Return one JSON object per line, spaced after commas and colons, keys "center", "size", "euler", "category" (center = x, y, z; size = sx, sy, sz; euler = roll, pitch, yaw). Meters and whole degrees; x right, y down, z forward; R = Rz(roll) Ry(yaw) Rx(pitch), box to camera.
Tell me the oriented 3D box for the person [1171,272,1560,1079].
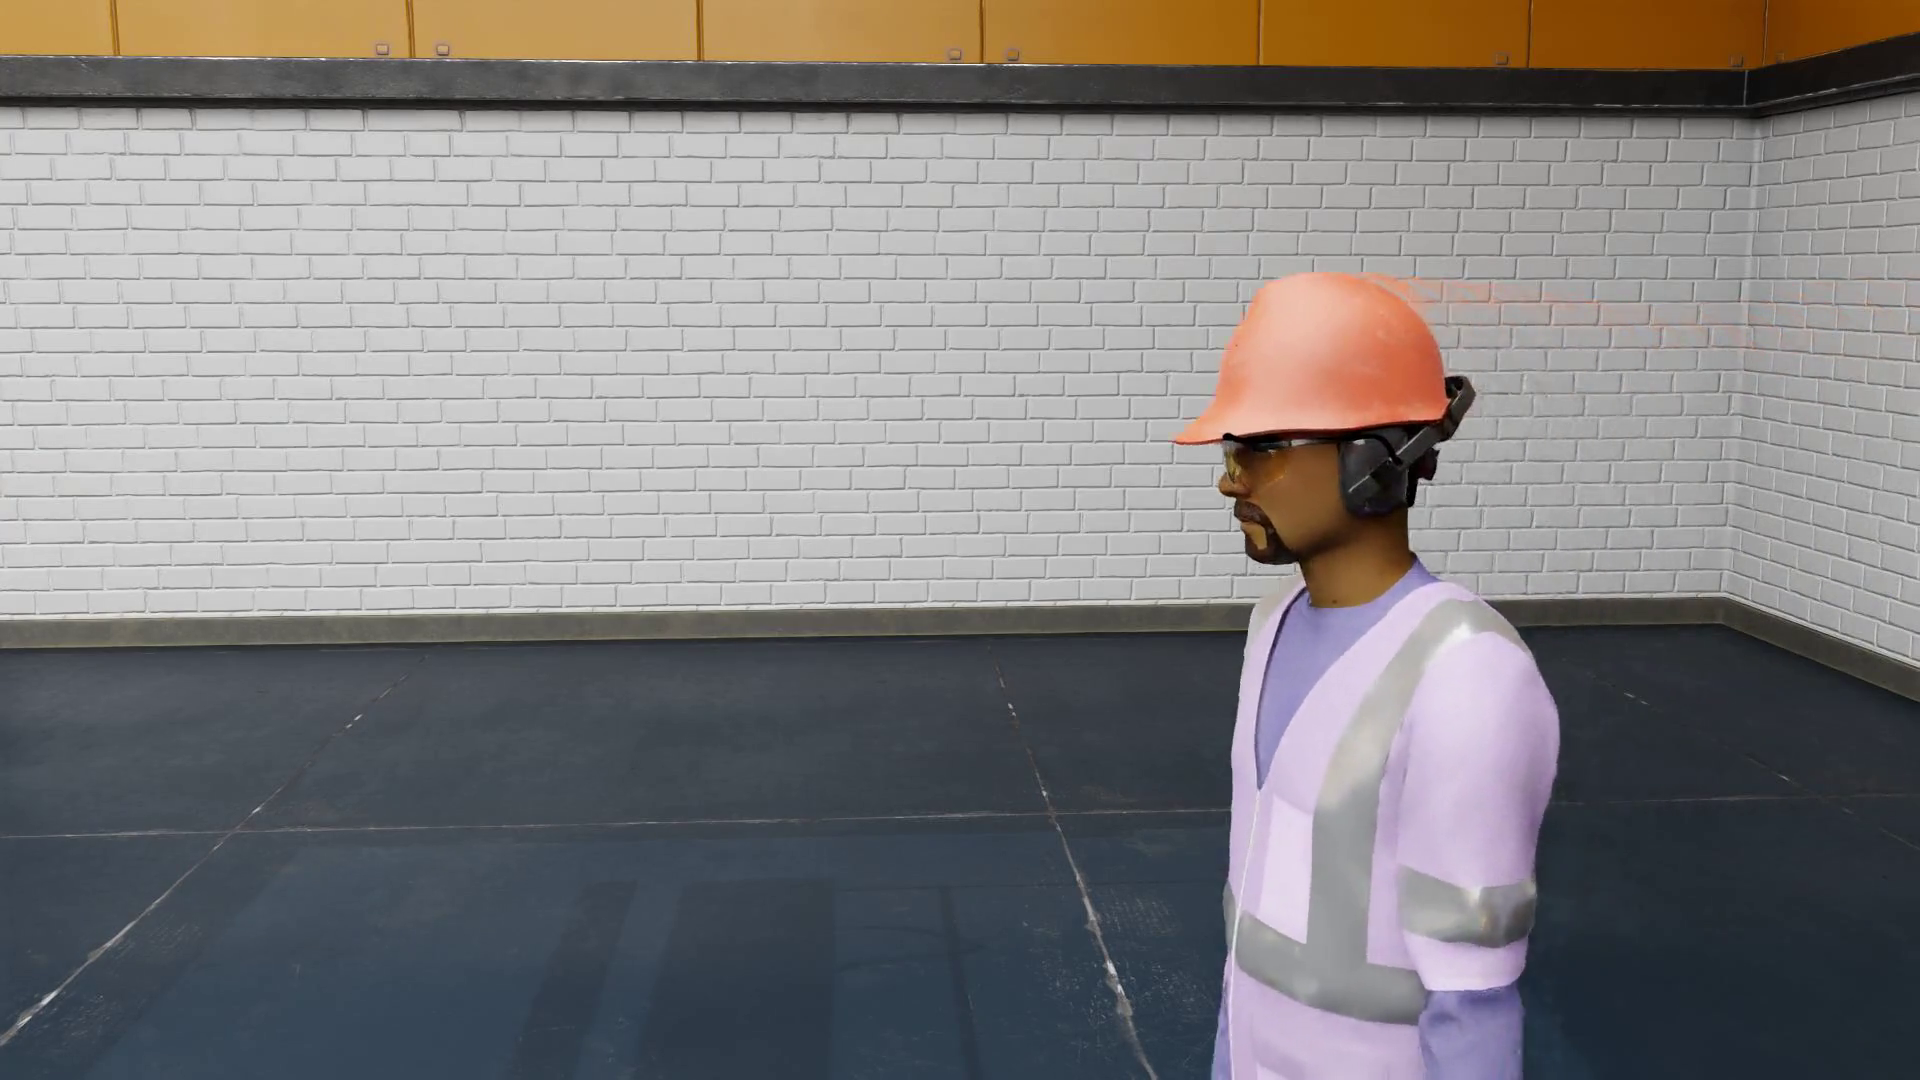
{"center": [0.487, 0.694, 2.039], "size": [0.488, 2.025, 0.636], "euler": [-2, 9, -10], "category": "person"}
